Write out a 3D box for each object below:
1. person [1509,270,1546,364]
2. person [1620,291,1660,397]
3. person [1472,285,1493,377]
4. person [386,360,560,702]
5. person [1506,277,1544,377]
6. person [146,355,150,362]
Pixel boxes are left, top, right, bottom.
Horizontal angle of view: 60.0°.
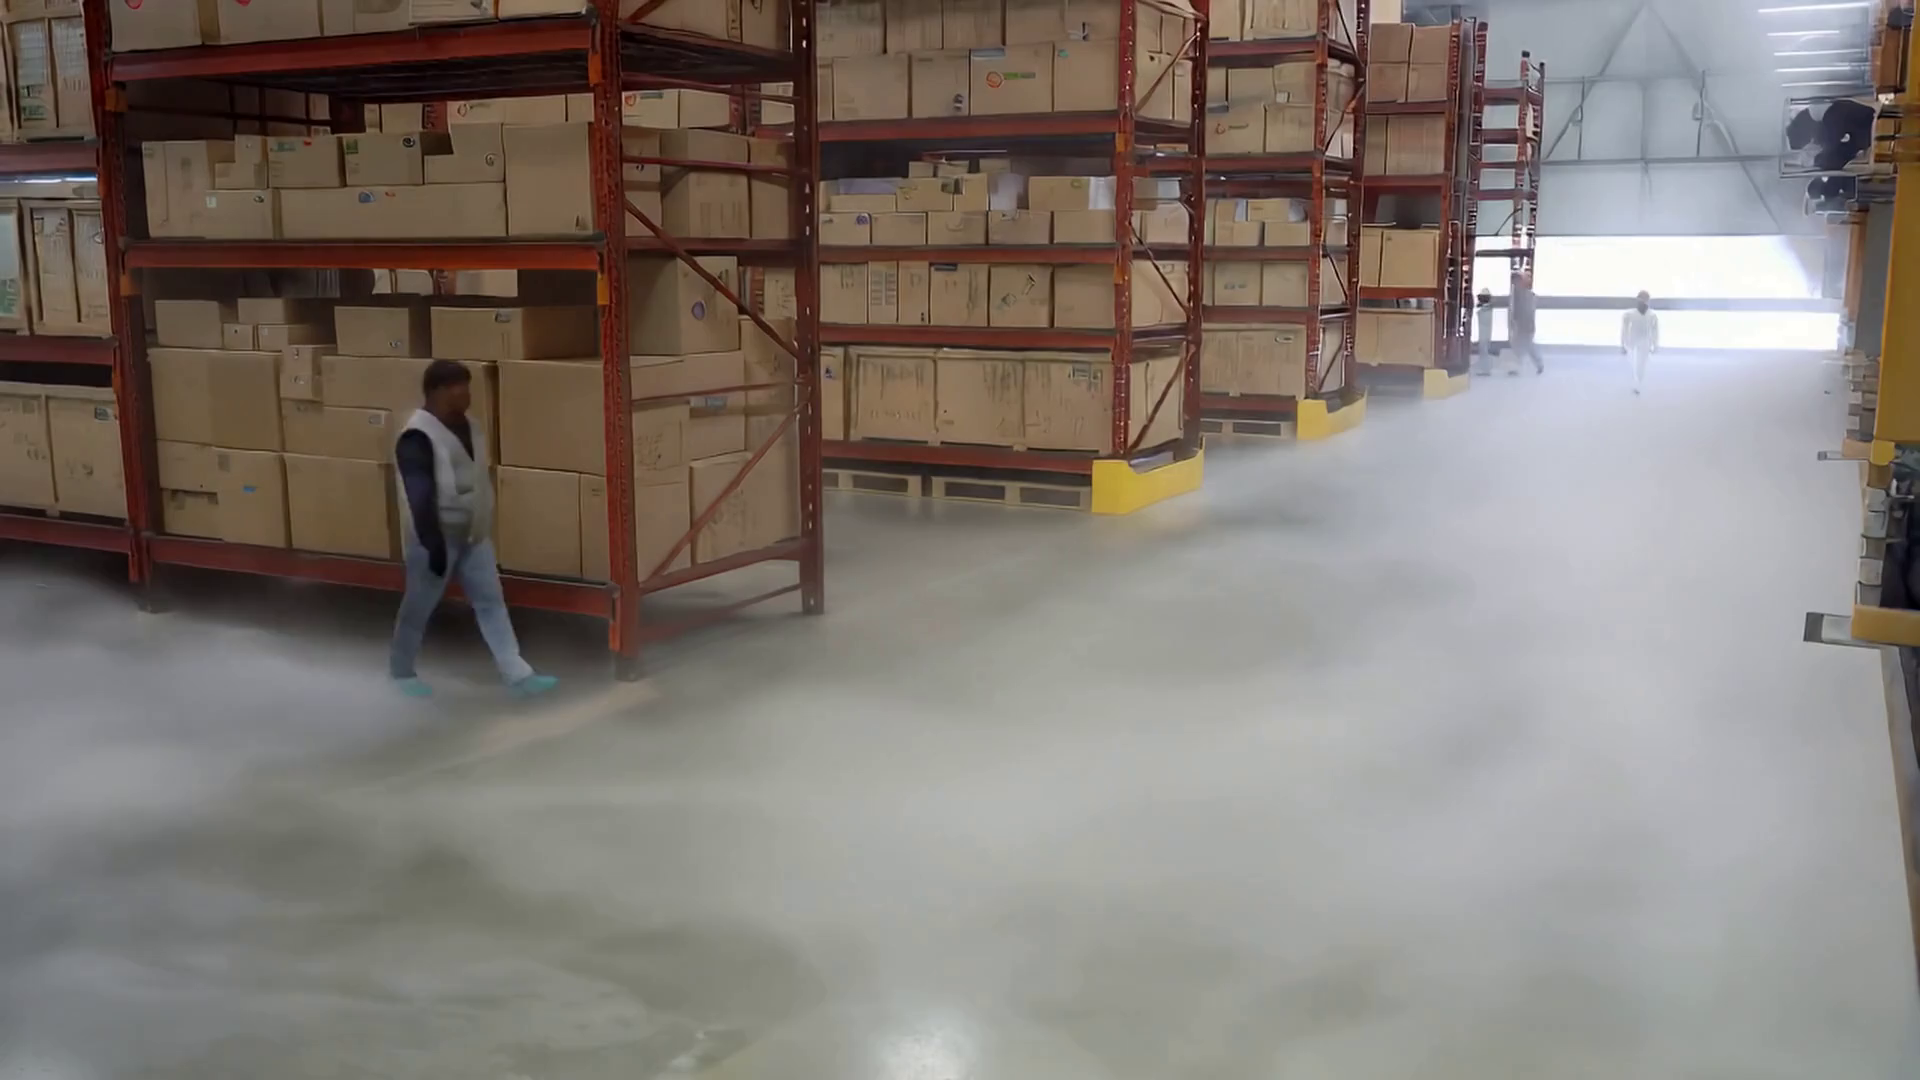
[{"bbox_3d":[11.802,-4.622,34.658,0.925,1.951,0.626,6,12,32],"label":"person"},{"bbox_3d":[11.126,-3.202,27.180,0.581,1.701,0.890,1,10,7],"label":"person"},{"bbox_3d":[9.853,-3.929,31.299,0.324,1.742,0.490,3,10,16],"label":"person"},{"bbox_3d":[-2.602,-0.029,8.569,0.979,1.794,0.648,3,10,18],"label":"person"},{"bbox_3d":[10.673,-4.012,31.355,0.663,1.882,0.672,-3,10,-15],"label":"person"},{"bbox_3d":[-8.597,-1.494,17.520,0.416,1.615,0.535,3,10,18],"label":"person"}]
